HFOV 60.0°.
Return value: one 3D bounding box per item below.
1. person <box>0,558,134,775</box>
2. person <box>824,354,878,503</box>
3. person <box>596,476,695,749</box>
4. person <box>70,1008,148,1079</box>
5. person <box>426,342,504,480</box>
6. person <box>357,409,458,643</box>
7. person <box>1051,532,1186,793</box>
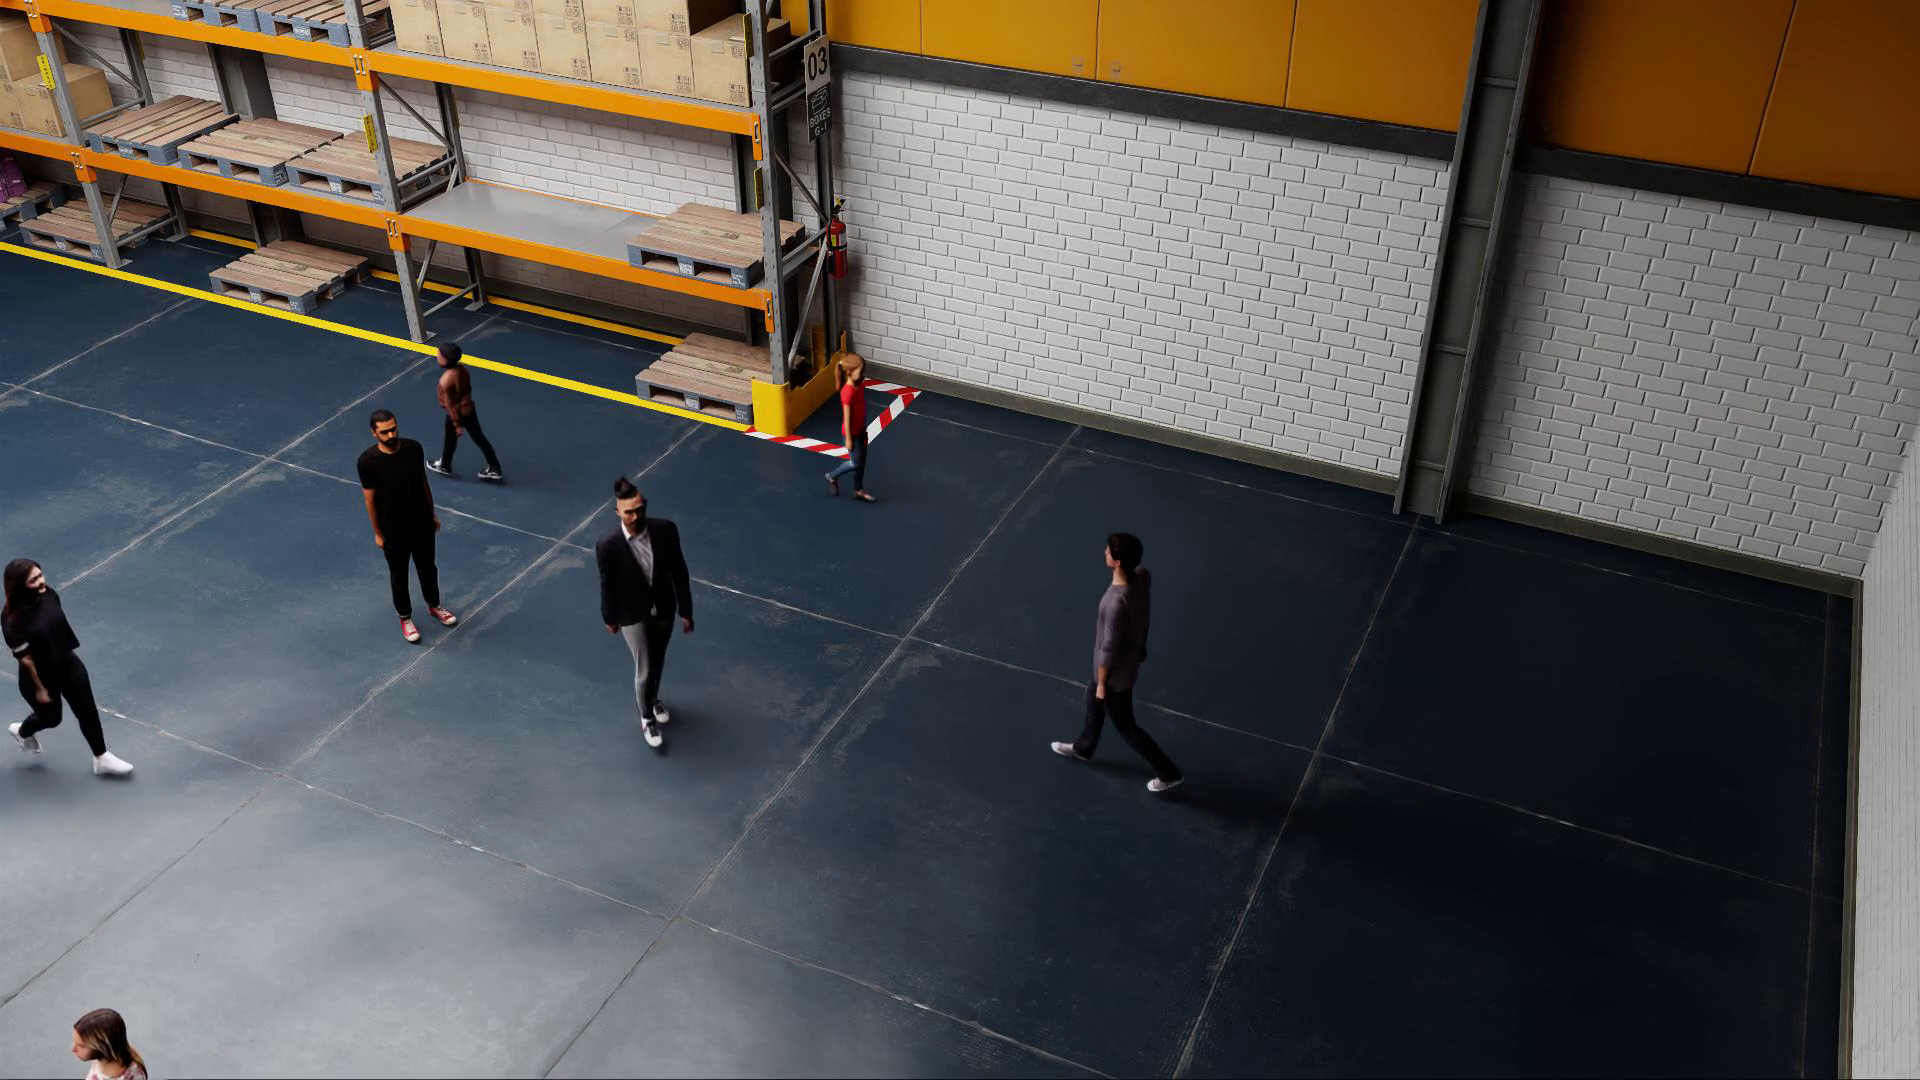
[{"bbox_3d":[-5.710,0.814,10.319,1.053,1.618,0.703,9,35,13],"label":"person"},{"bbox_3d":[-0.896,-0.875,13.144,0.660,1.302,0.515,11,35,16],"label":"person"},{"bbox_3d":[-2.055,0.366,10.707,0.887,1.933,0.940,-18,38,-25],"label":"person"},{"bbox_3d":[-3.617,2.677,7.518,0.856,1.616,0.930,-25,41,-33],"label":"person"},{"bbox_3d":[-3.970,-1.009,13.420,0.935,1.221,0.623,9,35,13],"label":"person"},{"bbox_3d":[-3.882,-0.130,11.612,0.707,1.758,0.700,-27,42,-35],"label":"person"},{"bbox_3d":[1.052,0.784,10.178,1.142,1.822,0.696,13,36,19],"label":"person"}]
